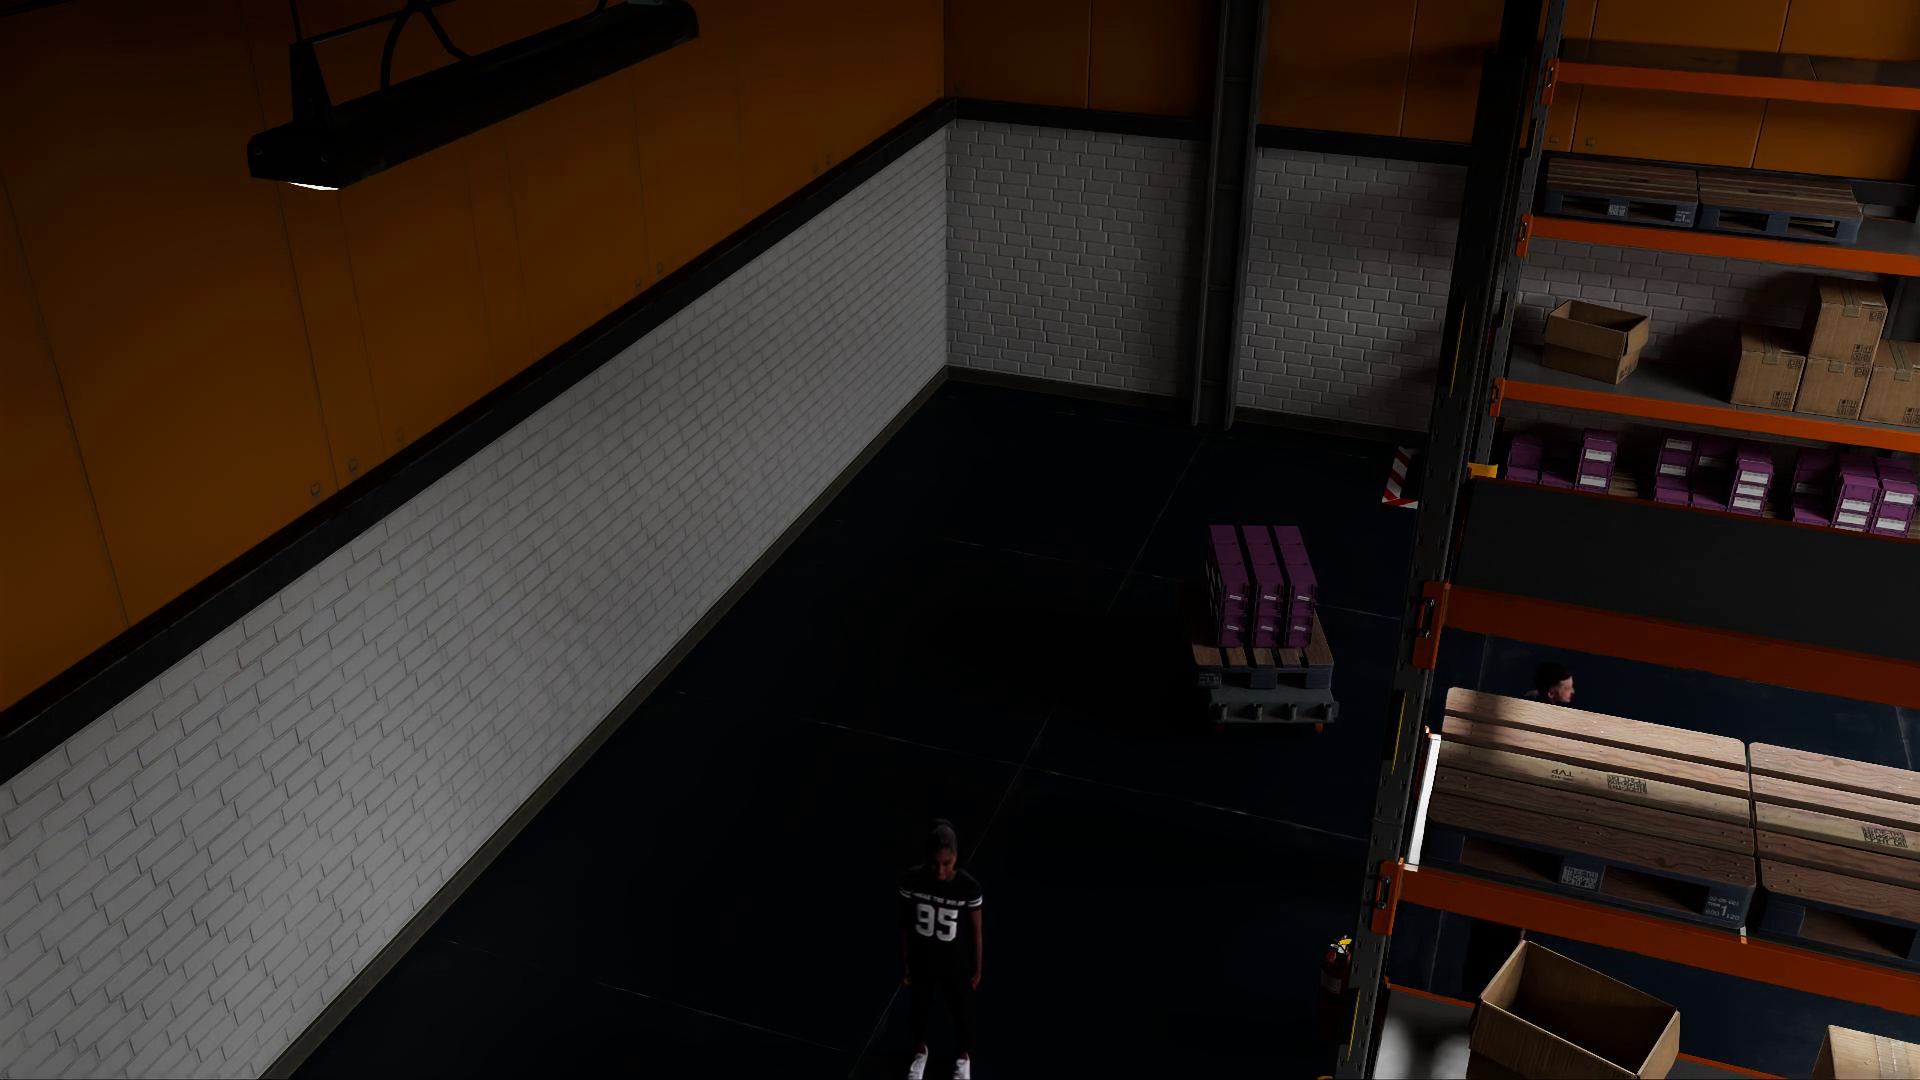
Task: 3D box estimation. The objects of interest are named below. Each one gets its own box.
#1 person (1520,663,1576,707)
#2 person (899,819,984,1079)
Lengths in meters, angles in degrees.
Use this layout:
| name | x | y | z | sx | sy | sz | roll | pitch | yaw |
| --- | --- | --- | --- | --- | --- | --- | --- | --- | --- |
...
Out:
| name | x | y | z | sx | sy | sz | roll | pitch | yaw |
| --- | --- | --- | --- | --- | --- | --- | --- | --- | --- |
| person | 3.423 | 1.501 | 10.260 | 0.696 | 1.828 | 0.720 | 7 | 29 | 12 |
| person | -0.105 | 2.253 | 8.988 | 0.518 | 1.727 | 0.694 | 5 | 29 | 10 |
